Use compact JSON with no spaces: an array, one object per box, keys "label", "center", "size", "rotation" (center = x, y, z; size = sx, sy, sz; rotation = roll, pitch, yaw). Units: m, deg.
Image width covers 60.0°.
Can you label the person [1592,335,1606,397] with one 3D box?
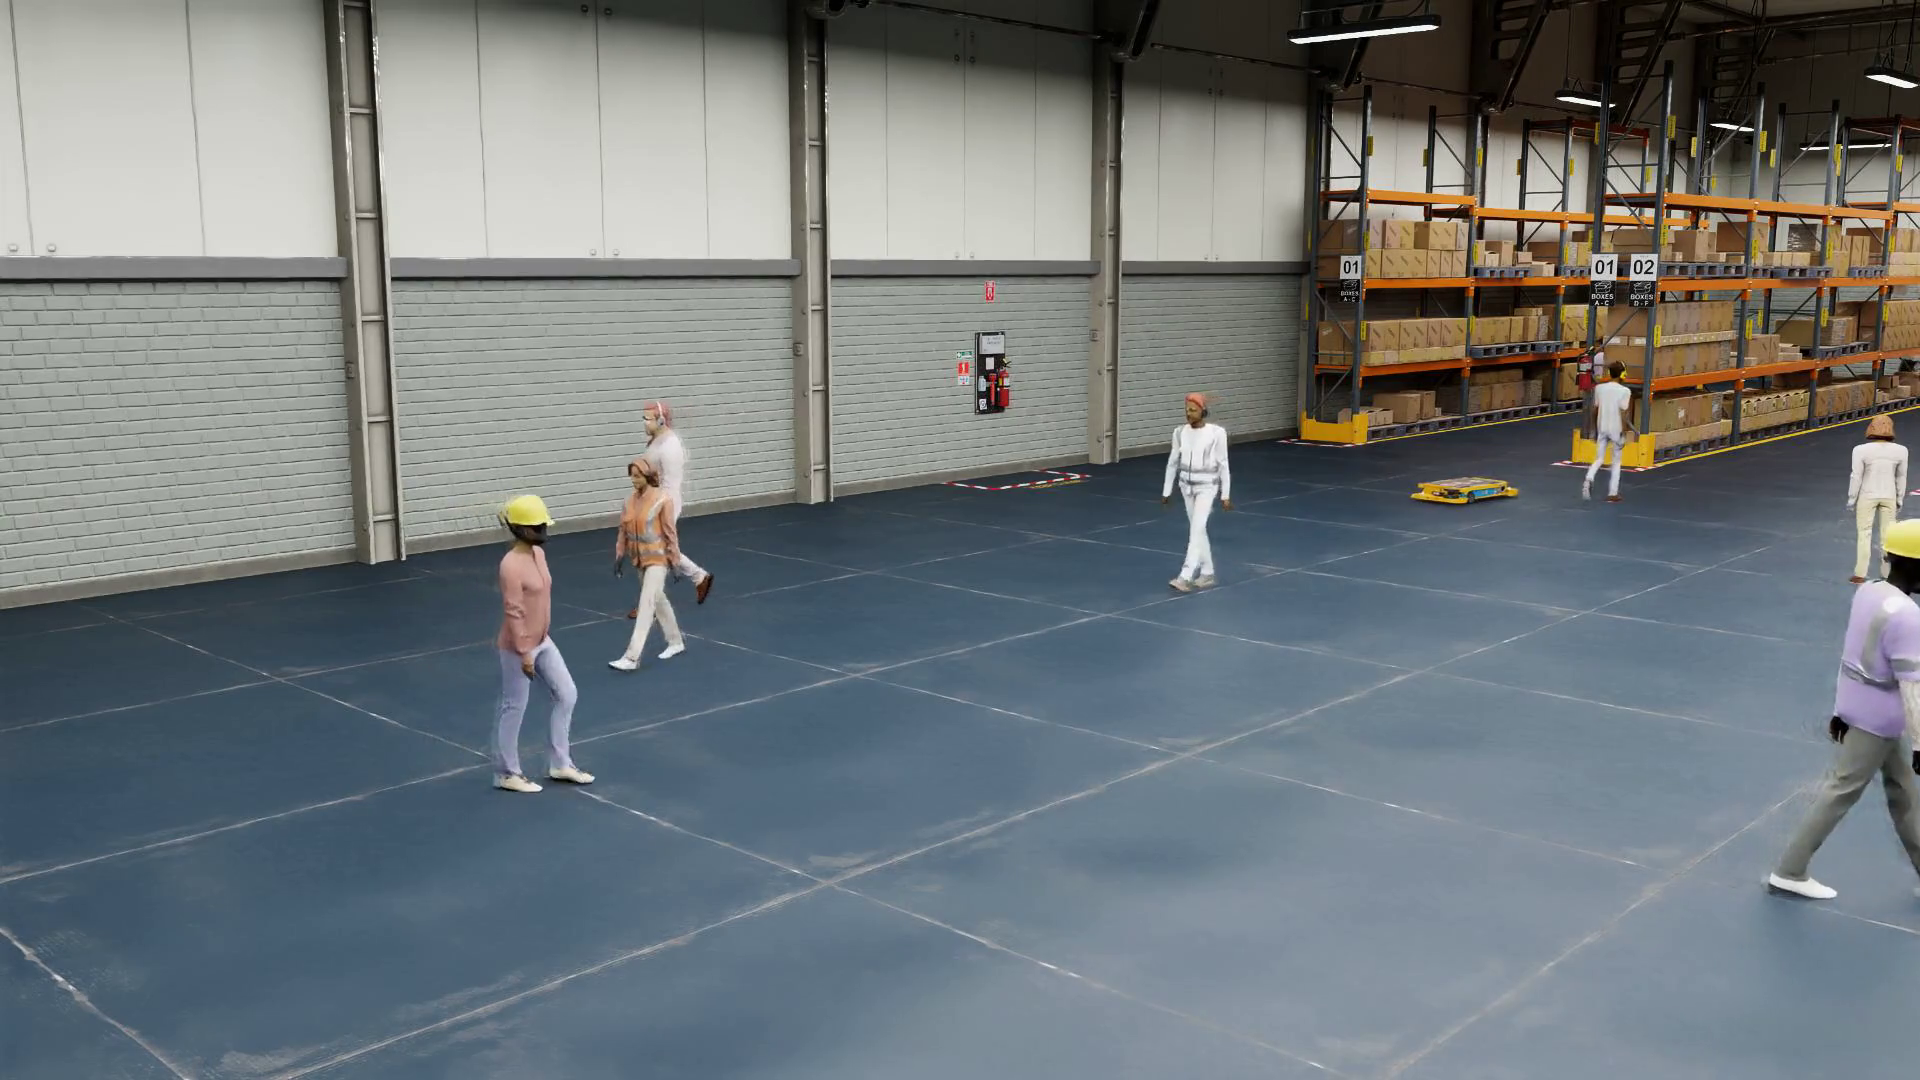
[{"label":"person","center":[11.088,-2.565,28.467],"size":[0.681,1.882,0.503],"rotation":[4,10,23]}]

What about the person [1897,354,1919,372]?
[{"label":"person","center":[21.643,-4.154,37.896],"size":[0.662,1.969,0.462],"rotation":[-9,13,-44]}]

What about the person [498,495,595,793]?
[{"label":"person","center":[-2.390,0.608,9.528],"size":[0.662,1.740,0.545],"rotation":[1,9,8]}]

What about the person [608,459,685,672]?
[{"label":"person","center":[-2.385,0.179,12.631],"size":[0.539,1.590,0.877],"rotation":[7,12,38]}]

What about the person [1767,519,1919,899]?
[{"label":"person","center":[4.381,0.826,7.854],"size":[0.986,1.868,0.611],"rotation":[2,10,13]}]

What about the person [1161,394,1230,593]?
[{"label":"person","center":[2.144,-0.434,15.566],"size":[0.612,1.844,0.918],"rotation":[9,13,44]}]

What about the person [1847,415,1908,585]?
[{"label":"person","center":[8.742,-0.375,15.877],"size":[0.503,1.632,0.274],"rotation":[2,9,10]}]

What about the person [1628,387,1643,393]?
[{"label":"person","center":[11.836,-2.657,29.181],"size":[0.598,1.830,0.403],"rotation":[8,12,40]}]

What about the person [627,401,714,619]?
[{"label":"person","center":[-2.540,-0.270,14.444],"size":[0.715,1.886,0.654],"rotation":[-3,10,-16]}]

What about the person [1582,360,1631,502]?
[{"label":"person","center":[8.322,-1.385,21.390],"size":[0.672,1.848,0.527],"rotation":[-9,13,-43]}]

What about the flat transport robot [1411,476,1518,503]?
[{"label":"flat transport robot","center":[6.607,-0.660,21.755],"size":[1.431,0.197,0.652],"rotation":[-8,12,-38]}]
